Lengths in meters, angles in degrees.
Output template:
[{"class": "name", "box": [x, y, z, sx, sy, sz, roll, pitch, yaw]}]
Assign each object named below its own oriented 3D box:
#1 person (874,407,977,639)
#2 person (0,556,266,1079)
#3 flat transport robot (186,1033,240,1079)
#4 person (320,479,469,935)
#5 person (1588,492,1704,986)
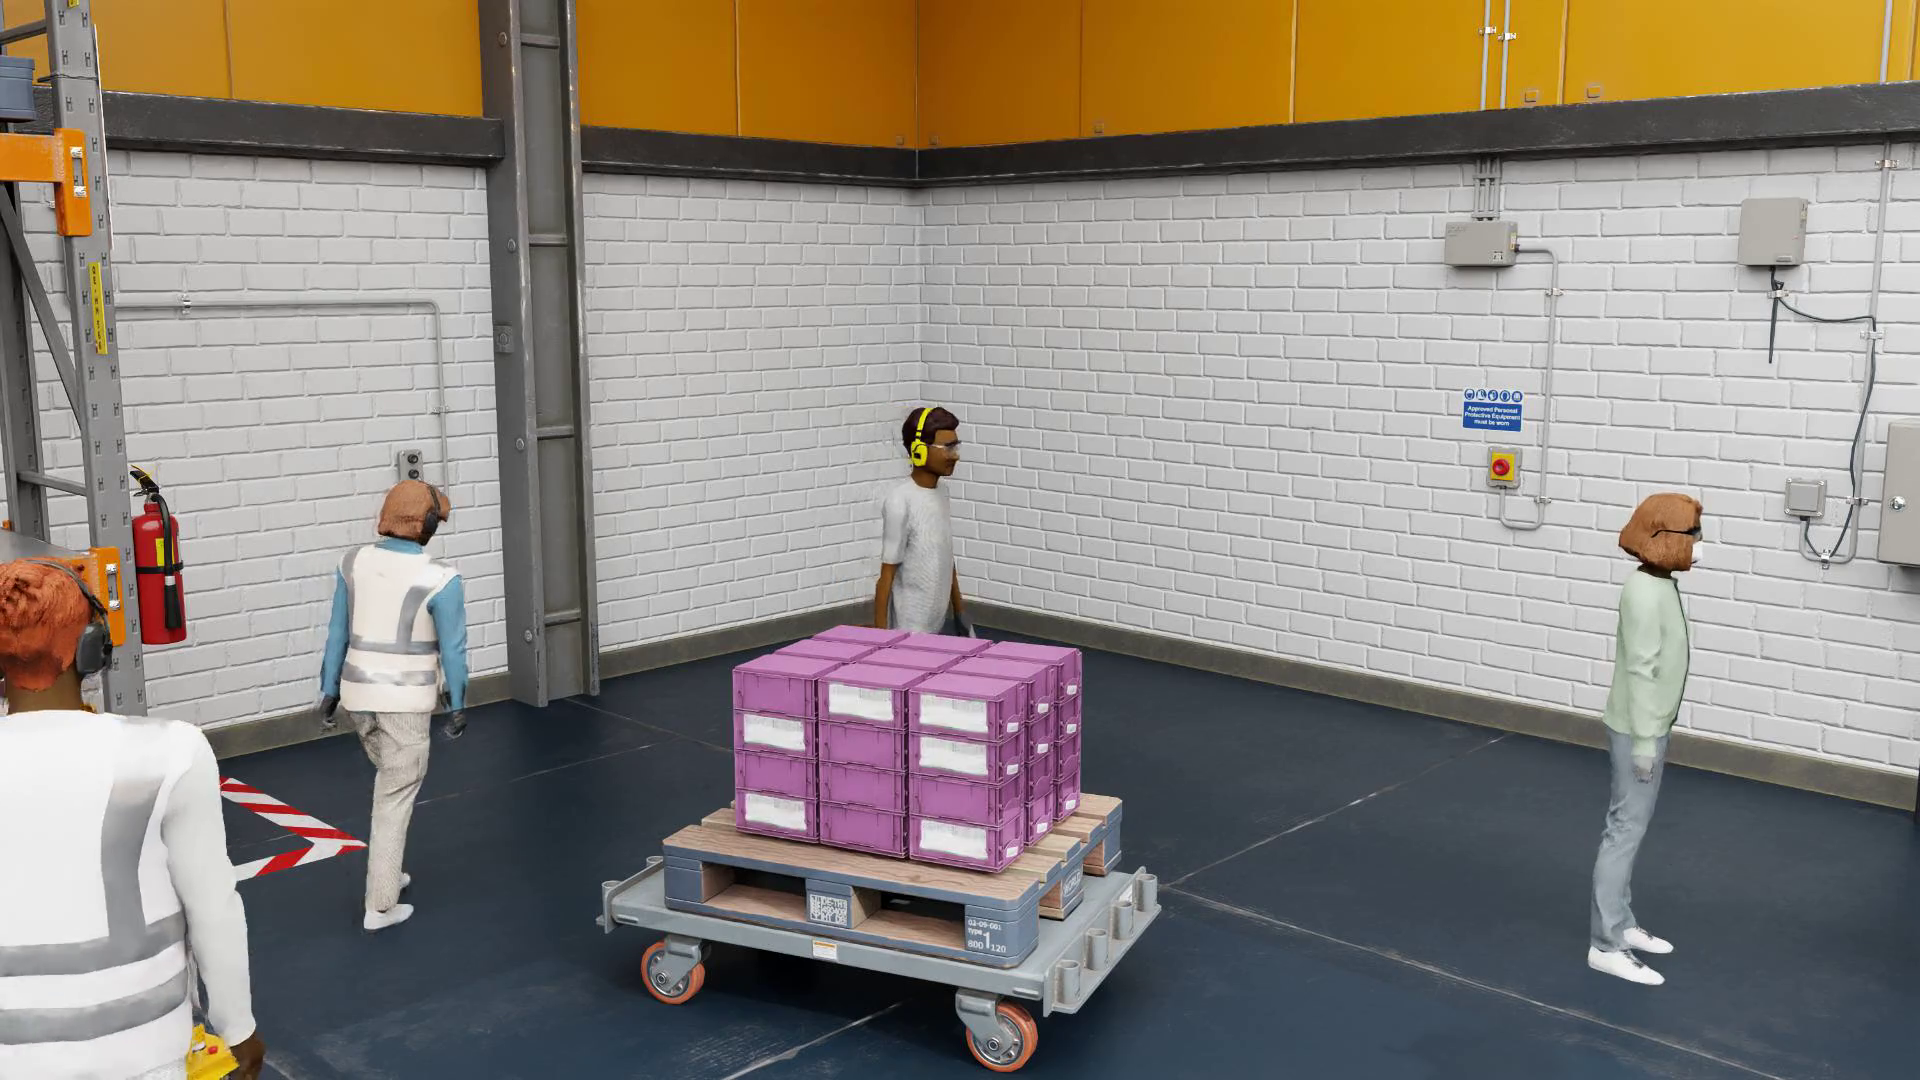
[{"class": "person", "box": [-0.236, 0.355, 6.811, 0.964, 1.829, 0.533, 3, 10, 17]}, {"class": "person", "box": [-1.640, 0.955, 3.059, 0.573, 1.852, 0.879, -1, 9, -6]}, {"class": "flat transport robot", "box": [-2.687, 1.526, 4.367, 0.652, 0.197, 1.431, 4, 10, 25]}, {"class": "person", "box": [-2.013, 0.585, 6.019, 0.552, 1.609, 0.579, 3, 10, 20]}, {"class": "person", "box": [2.307, 0.648, 5.588, 0.268, 1.632, 0.506, 5, 11, 29]}]
